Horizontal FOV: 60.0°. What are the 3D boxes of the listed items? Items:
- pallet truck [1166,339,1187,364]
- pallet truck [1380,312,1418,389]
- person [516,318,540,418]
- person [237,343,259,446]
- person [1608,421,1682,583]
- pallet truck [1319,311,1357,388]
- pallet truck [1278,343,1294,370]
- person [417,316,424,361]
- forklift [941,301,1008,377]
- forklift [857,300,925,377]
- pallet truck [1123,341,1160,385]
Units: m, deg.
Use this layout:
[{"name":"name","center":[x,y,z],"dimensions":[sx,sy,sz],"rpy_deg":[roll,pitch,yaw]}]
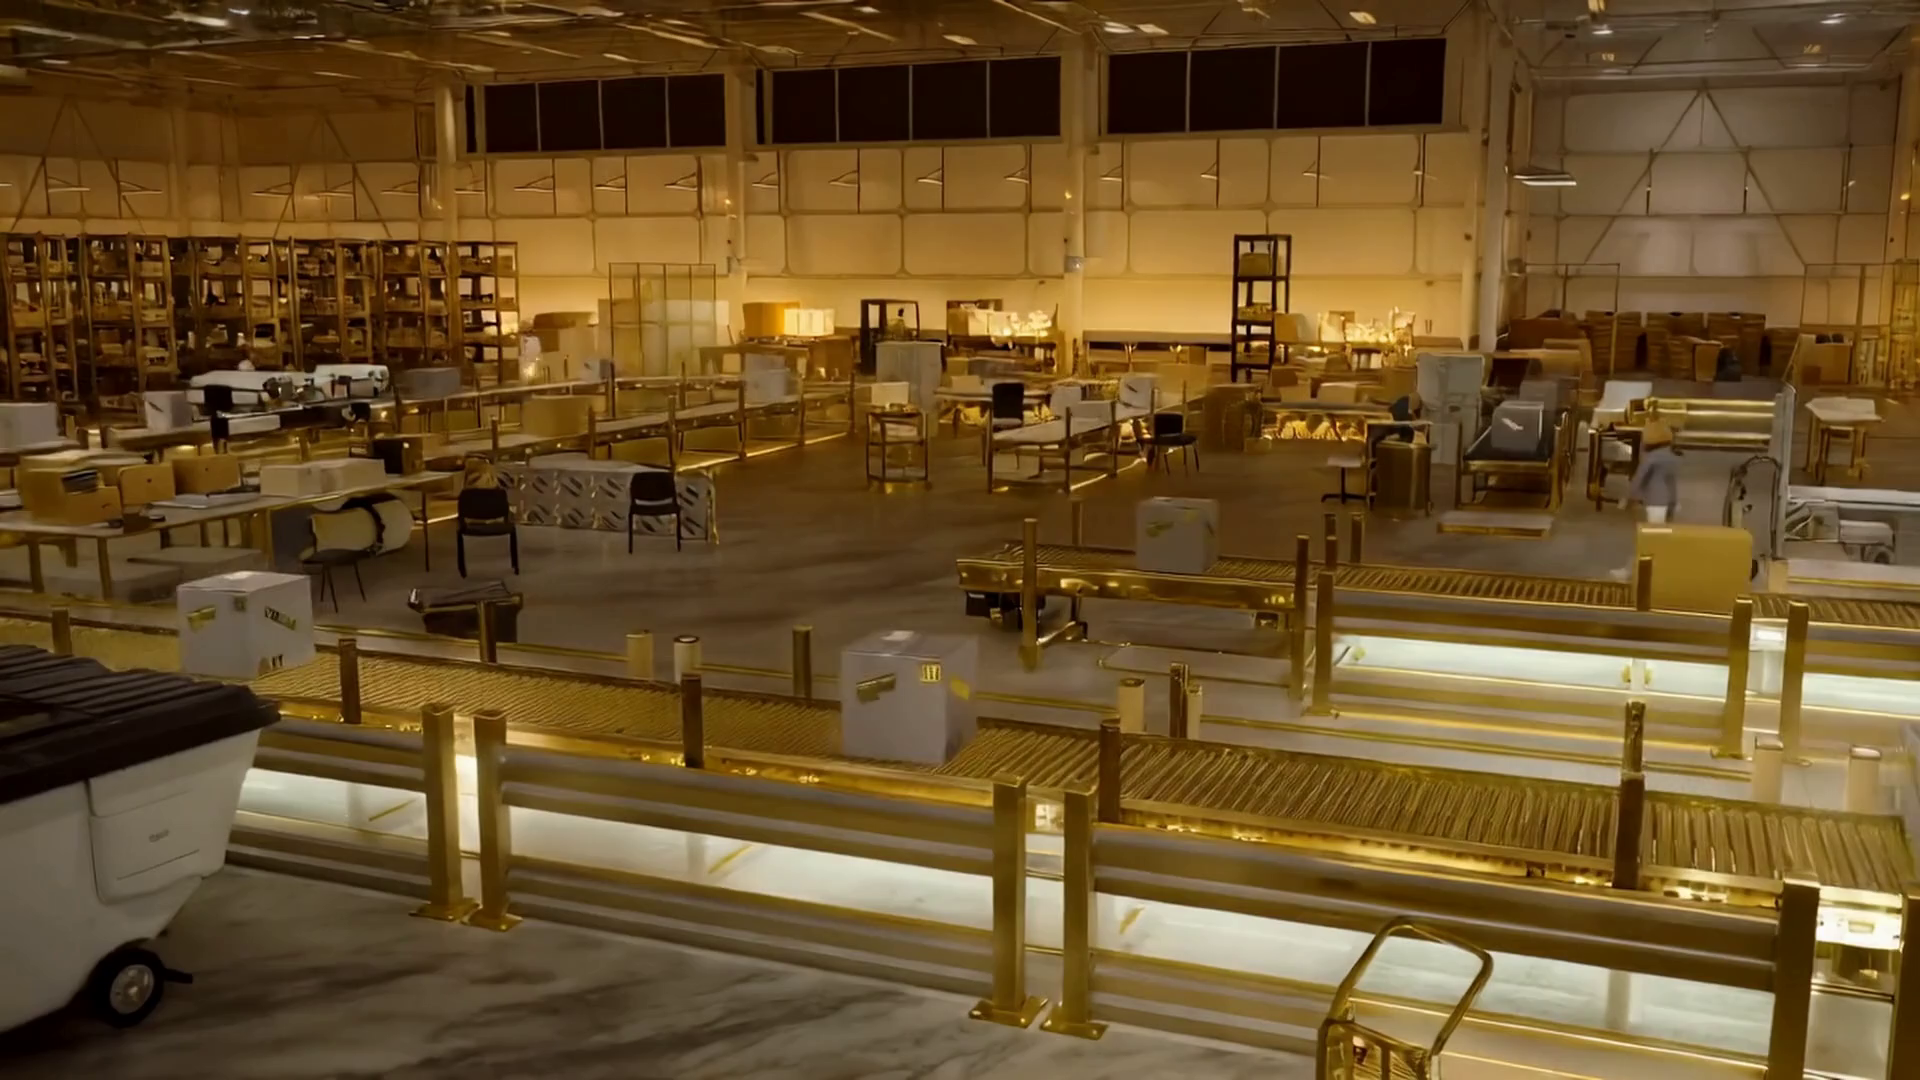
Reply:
[{"name":"pallet truck","center":[5.418,-4.269,40.420],"dimensions":[0.704,1.261,1.522],"rpy_deg":[3,10,20]},{"name":"pallet truck","center":[10.207,-4.283,38.369],"dimensions":[0.823,1.965,1.885],"rpy_deg":[3,10,20]},{"name":"person","center":[-8.588,-3.410,33.049],"dimensions":[0.666,2.010,0.482],"rpy_deg":[8,12,40]},{"name":"person","center":[-11.890,-2.423,27.841],"dimensions":[0.539,1.748,0.411],"rpy_deg":[9,13,43]},{"name":"person","center":[6.428,-0.308,15.518],"dimensions":[0.512,1.586,0.865],"rpy_deg":[-7,12,-36]},{"name":"pallet truck","center":[9.071,-4.419,39.190],"dimensions":[0.823,1.965,1.885],"rpy_deg":[5,10,26]},{"name":"pallet truck","center":[7.886,-4.163,39.743],"dimensions":[0.653,1.274,1.630],"rpy_deg":[4,10,22]},{"name":"person","center":[-14.160,-5.181,43.865],"dimensions":[0.532,1.978,0.620],"rpy_deg":[-7,12,-37]},{"name":"forklift","center":[0.365,-4.966,41.571],"dimensions":[1.157,1.987,2.680],"rpy_deg":[3,10,20]},{"name":"forklift","center":[-1.732,-5.109,42.468],"dimensions":[1.157,1.987,2.680],"rpy_deg":[4,10,22]},{"name":"pallet truck","center":[4.445,-4.380,41.279],"dimensions":[0.680,1.201,1.601],"rpy_deg":[4,10,22]}]
